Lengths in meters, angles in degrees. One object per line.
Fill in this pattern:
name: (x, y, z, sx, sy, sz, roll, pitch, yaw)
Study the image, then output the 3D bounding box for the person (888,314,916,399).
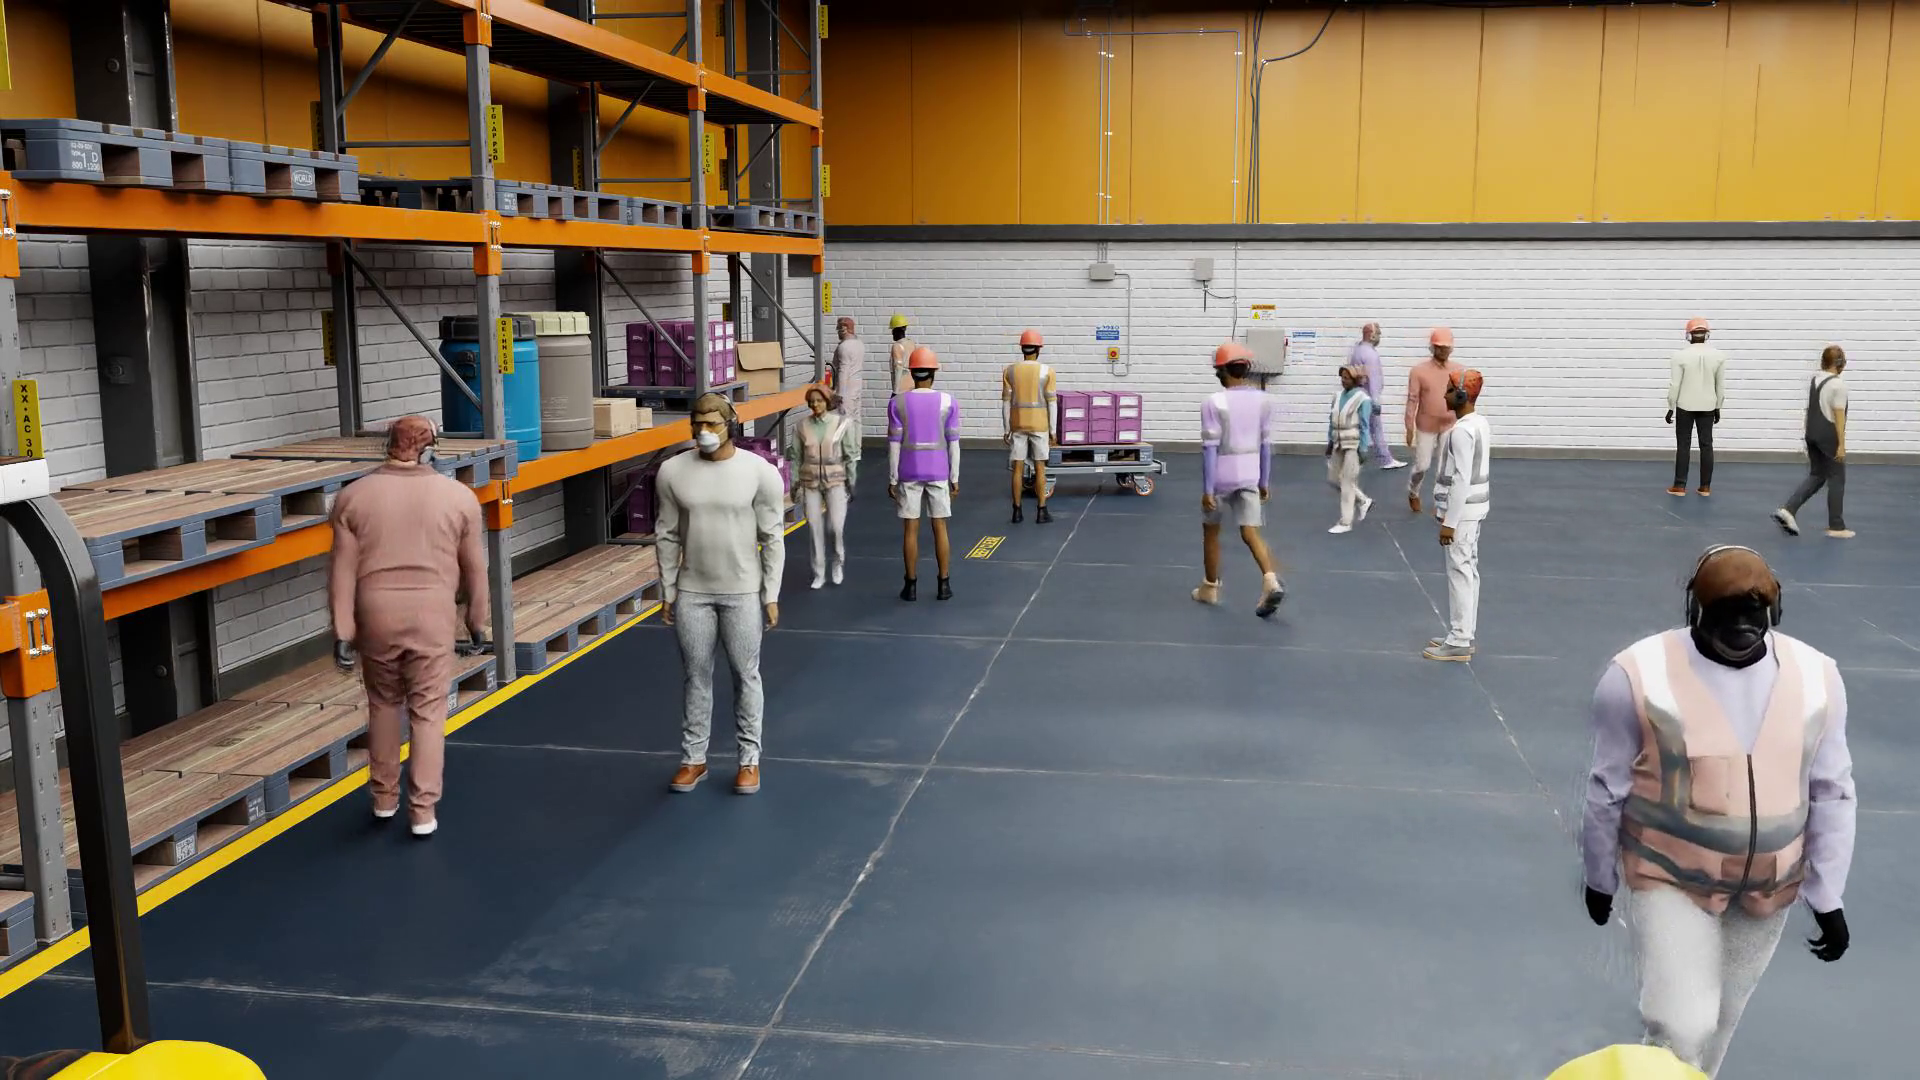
person: (-0.785, -2.033, 22.146, 0.382, 1.923, 0.593, 3, 10, 20)

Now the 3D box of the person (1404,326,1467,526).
person: (4.716, -1.147, 16.560, 0.624, 1.969, 0.817, 0, 9, -2)

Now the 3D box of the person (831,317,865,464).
person: (-1.476, -1.943, 21.648, 0.411, 1.908, 0.643, 3, 10, 17)

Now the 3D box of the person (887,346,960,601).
person: (-0.279, -0.501, 12.661, 0.550, 1.933, 0.375, -1, 9, -4)

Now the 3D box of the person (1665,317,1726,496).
person: (8.179, -1.477, 18.527, 0.609, 1.986, 0.393, 0, 9, 3)

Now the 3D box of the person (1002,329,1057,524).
person: (0.699, -1.128, 16.530, 0.552, 1.932, 0.377, 2, 10, 14)

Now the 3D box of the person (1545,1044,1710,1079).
person: (0.621, 1.338, 1.744, 0.598, 1.803, 0.810, 1, 9, 4)

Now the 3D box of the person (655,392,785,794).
person: (-1.148, 0.256, 7.982, 0.628, 1.939, 0.375, 1, 9, 8)

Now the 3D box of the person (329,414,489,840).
person: (-2.446, 0.383, 7.428, 0.663, 1.866, 0.655, -2, 9, -13)

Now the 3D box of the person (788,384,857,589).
person: (-1.086, -0.415, 13.083, 0.537, 1.624, 0.379, 1, 9, 7)

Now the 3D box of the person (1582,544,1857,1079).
person: (1.976, 0.914, 4.306, 0.619, 1.812, 0.644, 0, 9, 0)

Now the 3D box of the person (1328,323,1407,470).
person: (5.092, -1.775, 20.775, 1.019, 1.860, 0.661, 0, 9, 2)

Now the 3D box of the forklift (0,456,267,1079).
forklift: (-2.328, 0.975, 2.765, 2.313, 2.155, 1.214, 1, 9, 9)

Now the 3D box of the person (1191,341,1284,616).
person: (2.042, -0.452, 12.166, 0.612, 2.004, 0.959, -4, 10, -22)

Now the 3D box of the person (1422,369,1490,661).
person: (3.220, -0.161, 10.728, 0.355, 1.882, 0.575, 4, 10, 26)

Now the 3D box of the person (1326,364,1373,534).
person: (3.754, -0.879, 15.913, 0.541, 1.621, 0.530, -4, 10, -24)

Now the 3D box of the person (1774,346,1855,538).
person: (8.072, -0.913, 15.620, 0.698, 1.815, 0.572, -1, 9, -9)
